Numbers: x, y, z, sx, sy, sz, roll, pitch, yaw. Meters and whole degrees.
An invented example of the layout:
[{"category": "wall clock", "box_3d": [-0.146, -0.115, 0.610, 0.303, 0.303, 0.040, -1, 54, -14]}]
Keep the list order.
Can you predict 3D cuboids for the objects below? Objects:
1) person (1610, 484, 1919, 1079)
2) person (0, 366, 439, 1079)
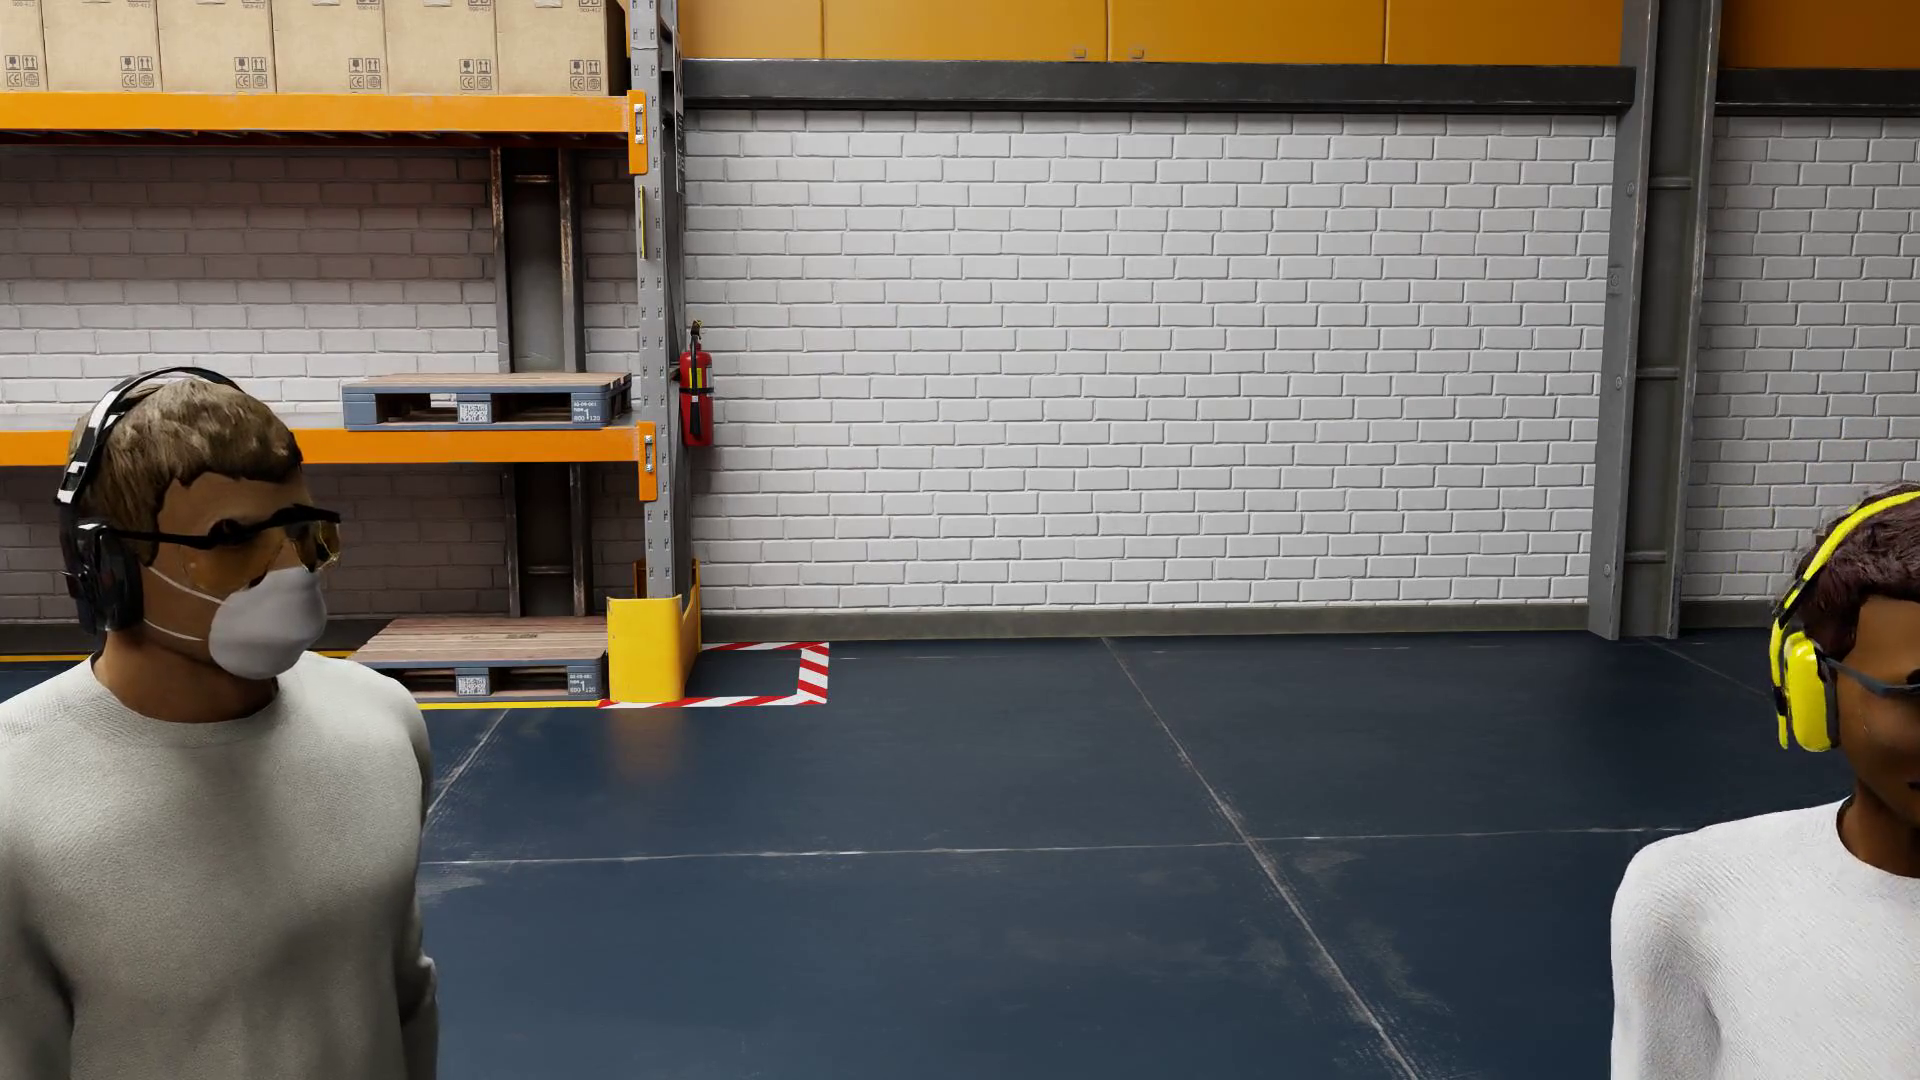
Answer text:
[{"category": "person", "box_3d": [0.841, 0.864, 1.503, 0.560, 1.856, 0.429, 3, 10, 18]}, {"category": "person", "box_3d": [-0.709, 0.801, 1.648, 0.372, 1.940, 0.630, 3, 10, 21]}]
